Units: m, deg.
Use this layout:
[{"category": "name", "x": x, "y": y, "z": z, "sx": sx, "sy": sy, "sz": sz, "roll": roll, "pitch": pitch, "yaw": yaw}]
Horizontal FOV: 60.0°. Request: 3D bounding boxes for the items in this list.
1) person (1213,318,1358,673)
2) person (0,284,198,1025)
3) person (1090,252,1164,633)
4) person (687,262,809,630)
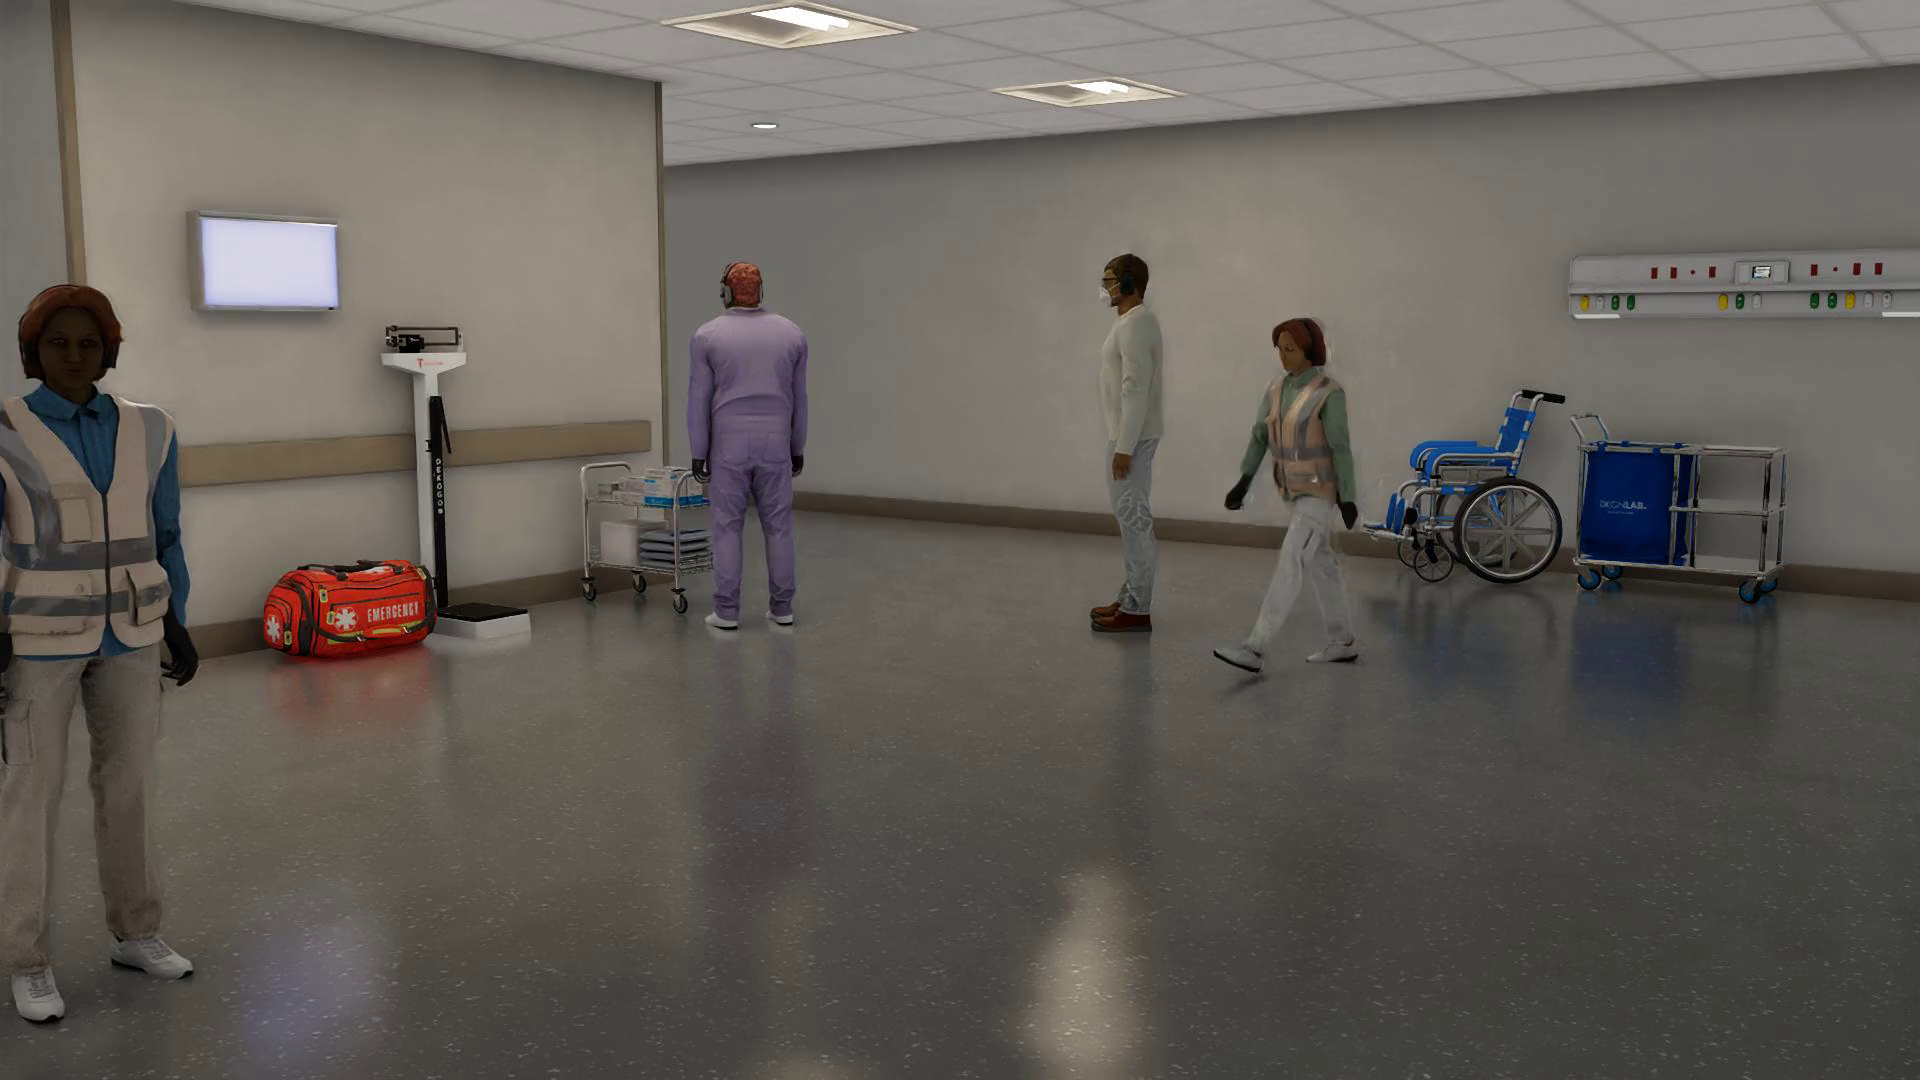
[{"category": "person", "x": 1.487, "y": -0.192, "z": 7.483, "sx": 0.873, "sy": 1.589, "sz": 0.522, "roll": -3, "pitch": 8, "yaw": -20}, {"category": "person", "x": -2.001, "y": 0.245, "z": 3.795, "sx": 0.311, "sy": 1.636, "sz": 0.521, "roll": 5, "pitch": 9, "yaw": 35}, {"category": "person", "x": 0.860, "y": -0.495, "z": 8.542, "sx": 0.372, "sy": 1.940, "sz": 0.630, "roll": 1, "pitch": 7, "yaw": 5}, {"category": "person", "x": -1.106, "y": -0.485, "z": 8.643, "sx": 0.650, "sy": 1.901, "sz": 0.398, "roll": -3, "pitch": 8, "yaw": -24}]
